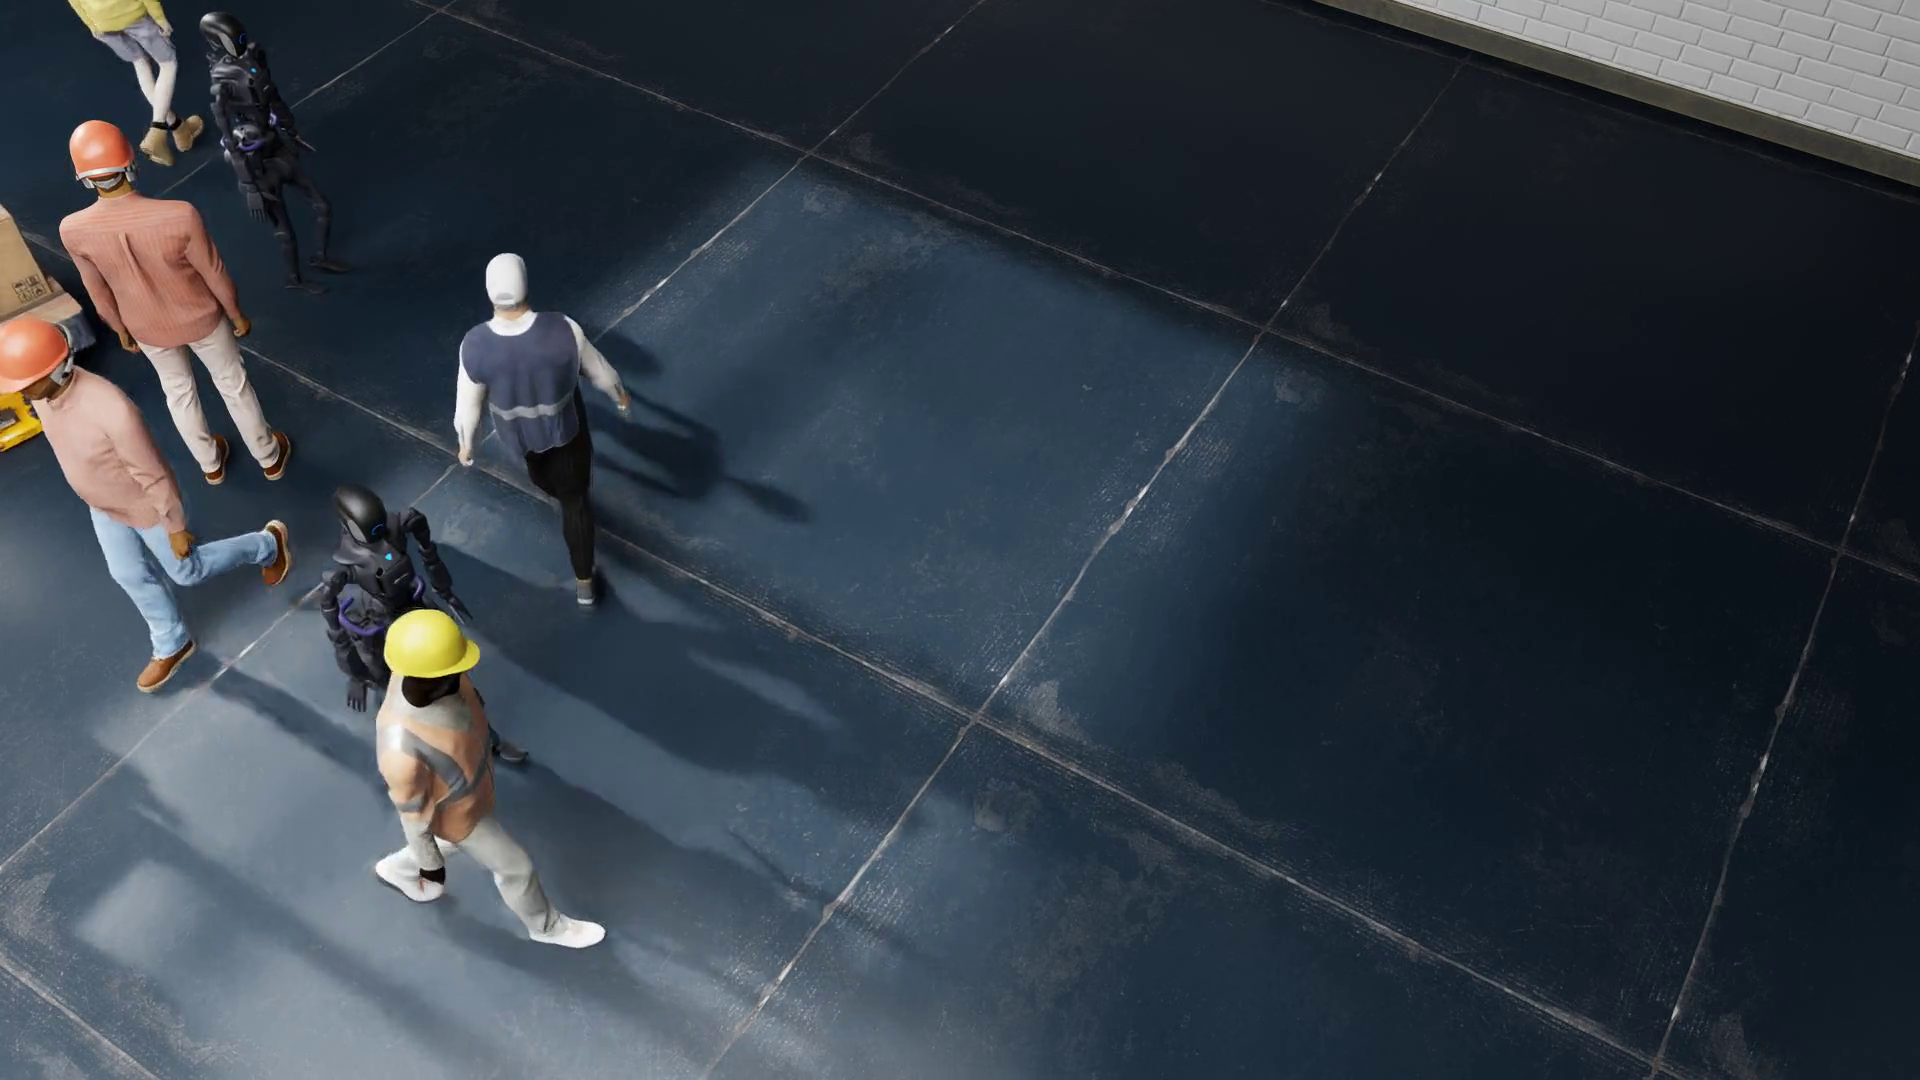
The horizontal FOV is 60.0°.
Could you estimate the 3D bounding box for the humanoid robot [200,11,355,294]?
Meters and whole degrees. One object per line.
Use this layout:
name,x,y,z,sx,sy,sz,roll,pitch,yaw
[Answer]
humanoid robot,-3.575,-1.980,8.608,0.328,1.647,0.611,6,49,5

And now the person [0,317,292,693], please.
person,-3.378,-0.234,6.902,0.642,1.962,0.816,23,53,19

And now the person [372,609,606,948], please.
person,-1.859,0.887,5.967,0.847,1.881,0.589,2,49,2

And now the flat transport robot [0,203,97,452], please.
flat transport robot,-5.215,-0.912,8.612,0.659,0.231,1.431,-36,58,-27

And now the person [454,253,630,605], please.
person,-1.838,-0.536,7.326,0.761,1.707,0.931,-7,49,-6

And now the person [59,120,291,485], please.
person,-3.570,-1.029,7.578,0.611,1.987,0.402,-7,49,-6

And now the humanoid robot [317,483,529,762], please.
humanoid robot,-2.189,0.370,6.569,0.691,1.630,0.616,26,54,21

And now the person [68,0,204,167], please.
person,-4.723,-2.919,9.307,0.502,1.870,0.600,1,49,1
